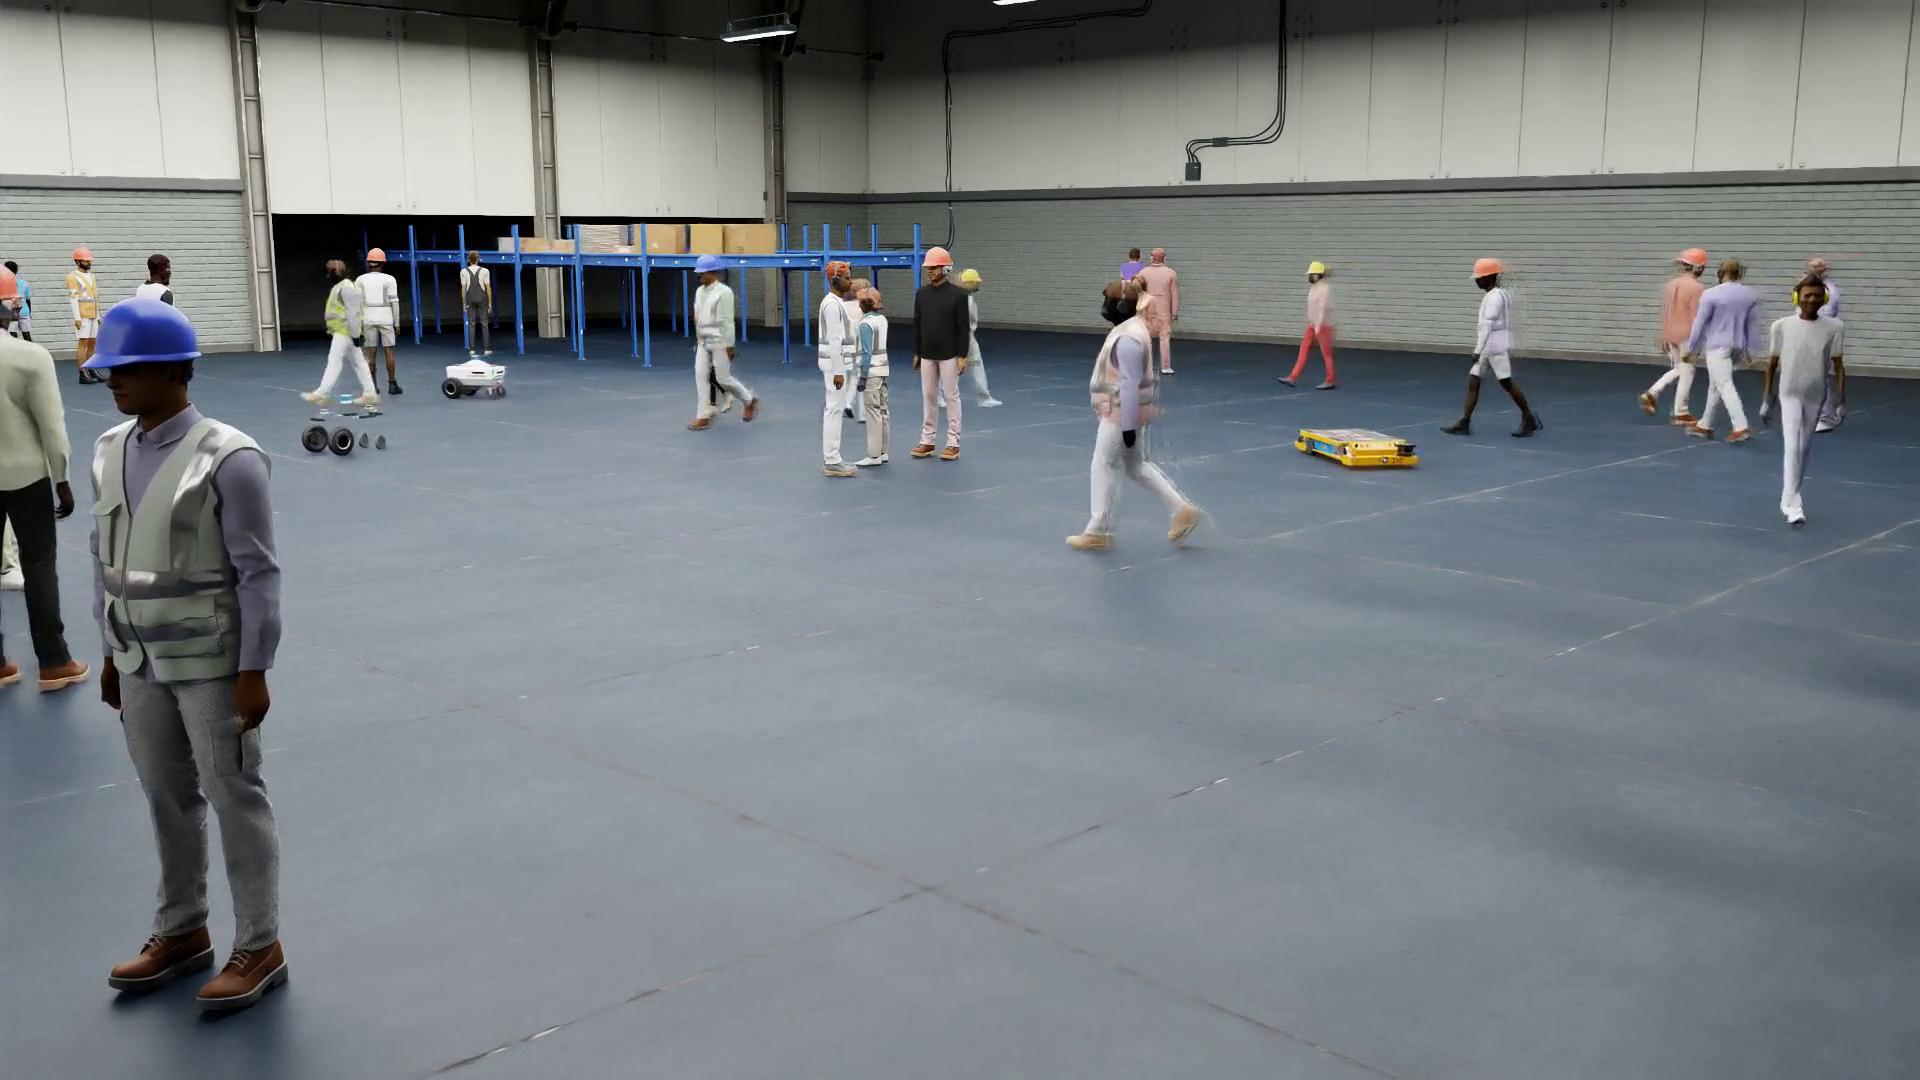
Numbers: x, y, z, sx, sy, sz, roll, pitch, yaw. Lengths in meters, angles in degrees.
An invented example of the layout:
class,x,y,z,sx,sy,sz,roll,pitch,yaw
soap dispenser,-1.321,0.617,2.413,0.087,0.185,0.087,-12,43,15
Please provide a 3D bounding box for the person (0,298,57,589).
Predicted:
class,x,y,z,sx,sy,sz,roll,pitch,yaw
person,-5.749,-0.655,10.062,0.327,1.874,0.517,-3,11,-15

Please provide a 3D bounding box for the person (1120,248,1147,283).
class,x,y,z,sx,sy,sz,roll,pitch,yaw
person,3.536,-5.013,33.892,0.570,1.844,0.379,4,11,23

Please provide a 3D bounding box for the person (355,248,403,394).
class,x,y,z,sx,sy,sz,roll,pitch,yaw
person,-7.769,-2.925,22.260,0.551,1.934,0.373,-1,10,-3

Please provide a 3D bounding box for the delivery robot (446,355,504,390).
class,x,y,z,sx,sy,sz,roll,pitch,yaw
delivery robot,-6.358,-2.181,21.836,0.707,0.478,0.477,2,11,12

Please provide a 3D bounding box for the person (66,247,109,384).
class,x,y,z,sx,sy,sz,roll,pitch,yaw
person,-12.536,-3.227,23.905,0.356,1.937,0.552,1,10,5

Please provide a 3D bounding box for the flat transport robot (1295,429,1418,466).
class,x,y,z,sx,sy,sz,roll,pitch,yaw
flat transport robot,3.765,-0.900,15.882,0.652,0.197,1.431,-2,11,-10

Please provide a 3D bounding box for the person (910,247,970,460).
class,x,y,z,sx,sy,sz,roll,pitch,yaw
person,-0.196,-1.767,15.786,0.613,1.995,0.391,7,13,34

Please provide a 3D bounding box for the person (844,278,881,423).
class,x,y,z,sx,sy,sz,roll,pitch,yaw
person,-1.109,-2.148,18.891,0.522,1.626,0.375,6,12,28

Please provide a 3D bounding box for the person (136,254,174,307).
class,x,y,z,sx,sy,sz,roll,pitch,yaw
person,-8.451,-2.046,17.547,0.588,1.913,0.377,8,13,36

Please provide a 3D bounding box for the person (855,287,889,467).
class,x,y,z,sx,sy,sz,roll,pitch,yaw
person,-0.804,-1.497,15.294,0.309,1.638,0.513,3,11,16

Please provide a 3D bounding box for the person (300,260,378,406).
class,x,y,z,sx,sy,sz,roll,pitch,yaw
person,-7.763,-2.574,20.719,0.955,1.793,0.623,-4,11,-23

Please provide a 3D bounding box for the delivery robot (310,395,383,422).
class,x,y,z,sx,sy,sz,roll,pitch,yaw
delivery robot,-6.056,-1.316,16.411,0.335,0.223,0.698,7,13,34

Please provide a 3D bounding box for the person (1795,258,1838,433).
class,x,y,z,sx,sy,sz,roll,pitch,yaw
person,9.219,-2.092,17.898,0.502,1.870,0.667,1,10,6

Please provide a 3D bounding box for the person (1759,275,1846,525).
class,x,y,z,sx,sy,sz,roll,pitch,yaw
person,6.259,-1.042,12.320,0.545,1.818,0.968,3,11,16

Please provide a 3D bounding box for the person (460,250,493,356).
class,x,y,z,sx,sy,sz,roll,pitch,yaw
person,-8.513,-4.171,29.304,0.508,1.847,0.345,-2,11,-11

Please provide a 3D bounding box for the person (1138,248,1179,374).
class,x,y,z,sx,sy,sz,roll,pitch,yaw
person,3.031,-3.497,25.448,0.651,1.913,0.410,4,11,19

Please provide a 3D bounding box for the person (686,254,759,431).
class,x,y,z,sx,sy,sz,roll,pitch,yaw
person,-2.633,-2.180,18.277,0.613,1.916,0.804,10,14,43

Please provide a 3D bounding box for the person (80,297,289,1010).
class,x,y,z,sx,sy,sz,roll,pitch,yaw
person,-2.137,0.314,4.568,0.616,1.946,0.391,4,11,23

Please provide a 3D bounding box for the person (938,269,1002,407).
class,x,y,z,sx,sy,sz,roll,pitch,yaw
person,0.041,-2.497,20.570,0.891,1.702,0.509,-3,11,-13

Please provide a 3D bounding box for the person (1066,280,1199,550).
class,x,y,z,sx,sy,sz,roll,pitch,yaw
person,1.181,-0.842,11.234,0.824,1.819,0.617,2,11,11

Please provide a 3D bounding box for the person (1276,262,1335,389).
class,x,y,z,sx,sy,sz,roll,pitch,yaw
person,4.801,-2.931,22.834,0.852,1.724,0.548,-2,11,-13

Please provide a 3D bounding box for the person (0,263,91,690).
class,x,y,z,sx,sy,sz,roll,pitch,yaw
person,-4.437,-0.291,7.739,0.620,1.992,0.393,-1,10,-3

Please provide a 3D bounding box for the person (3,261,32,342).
class,x,y,z,sx,sy,sz,roll,pitch,yaw
person,-15.113,-3.605,26.620,0.317,1.696,0.540,5,12,27

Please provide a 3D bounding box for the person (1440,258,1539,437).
class,x,y,z,sx,sy,sz,roll,pitch,yaw
person,5.699,-2.036,17.619,1.003,1.887,0.560,2,11,9

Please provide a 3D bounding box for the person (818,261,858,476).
class,x,y,z,sx,sy,sz,roll,pitch,yaw
person,-1.089,-1.524,14.766,0.340,1.882,0.586,-1,10,-5

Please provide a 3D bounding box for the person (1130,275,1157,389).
class,x,y,z,sx,sy,sz,roll,pitch,yaw
person,2.372,-2.735,22.180,0.876,1.593,0.515,-8,13,-39

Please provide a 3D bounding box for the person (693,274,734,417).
class,x,y,z,sx,sy,sz,roll,pitch,yaw
person,-2.906,-2.260,19.305,0.553,1.683,0.368,9,14,41

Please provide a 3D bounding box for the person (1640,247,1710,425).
class,x,y,z,sx,sy,sz,roll,pitch,yaw
person,8.080,-2.288,18.670,0.571,1.975,0.613,-1,10,-7

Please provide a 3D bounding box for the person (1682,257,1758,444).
class,x,y,z,sx,sy,sz,roll,pitch,yaw
person,7.885,-1.947,17.089,0.637,1.895,1.010,-4,11,-20
